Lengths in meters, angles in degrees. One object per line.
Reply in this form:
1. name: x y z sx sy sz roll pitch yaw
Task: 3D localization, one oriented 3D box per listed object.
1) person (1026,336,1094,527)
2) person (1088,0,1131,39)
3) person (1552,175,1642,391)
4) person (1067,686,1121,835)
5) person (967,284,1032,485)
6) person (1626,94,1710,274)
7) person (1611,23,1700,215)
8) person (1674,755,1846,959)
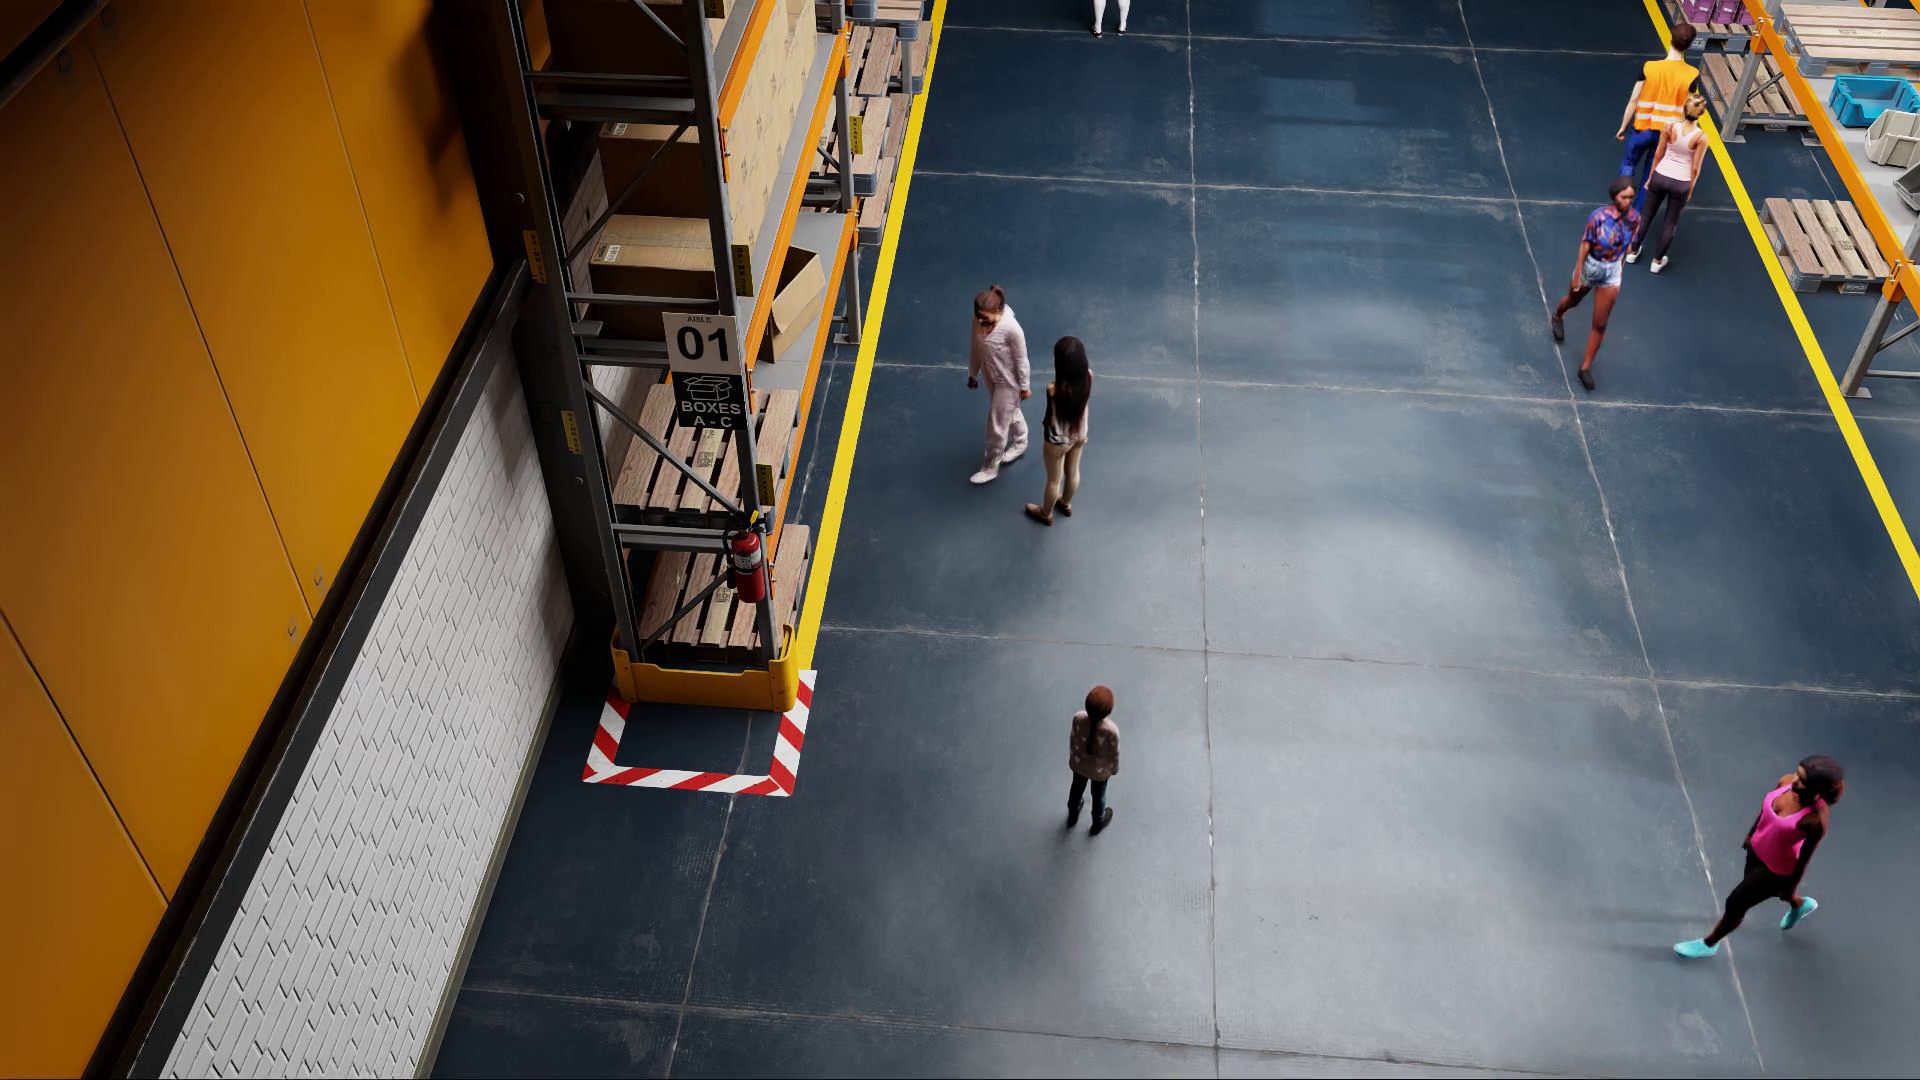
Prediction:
1. person: 0.759 -0.753 11.796 0.683 1.654 0.743 -18 46 -18
2. person: 1.592 -6.150 17.325 0.703 1.841 0.624 -2 44 -3
3. person: 5.029 -2.148 13.225 0.658 1.702 1.174 0 44 0
4. person: 0.790 1.318 9.956 0.538 1.193 0.556 21 47 21
5. person: 0.392 -1.234 12.303 0.990 1.651 0.933 -31 52 -29
6. person: 6.077 -3.058 14.218 0.645 1.651 0.679 29 51 27
7. person: 6.079 -3.534 14.579 0.883 1.842 0.961 15 46 15
8. person: 4.546 1.747 9.140 0.785 1.698 1.047 -6 44 -6
